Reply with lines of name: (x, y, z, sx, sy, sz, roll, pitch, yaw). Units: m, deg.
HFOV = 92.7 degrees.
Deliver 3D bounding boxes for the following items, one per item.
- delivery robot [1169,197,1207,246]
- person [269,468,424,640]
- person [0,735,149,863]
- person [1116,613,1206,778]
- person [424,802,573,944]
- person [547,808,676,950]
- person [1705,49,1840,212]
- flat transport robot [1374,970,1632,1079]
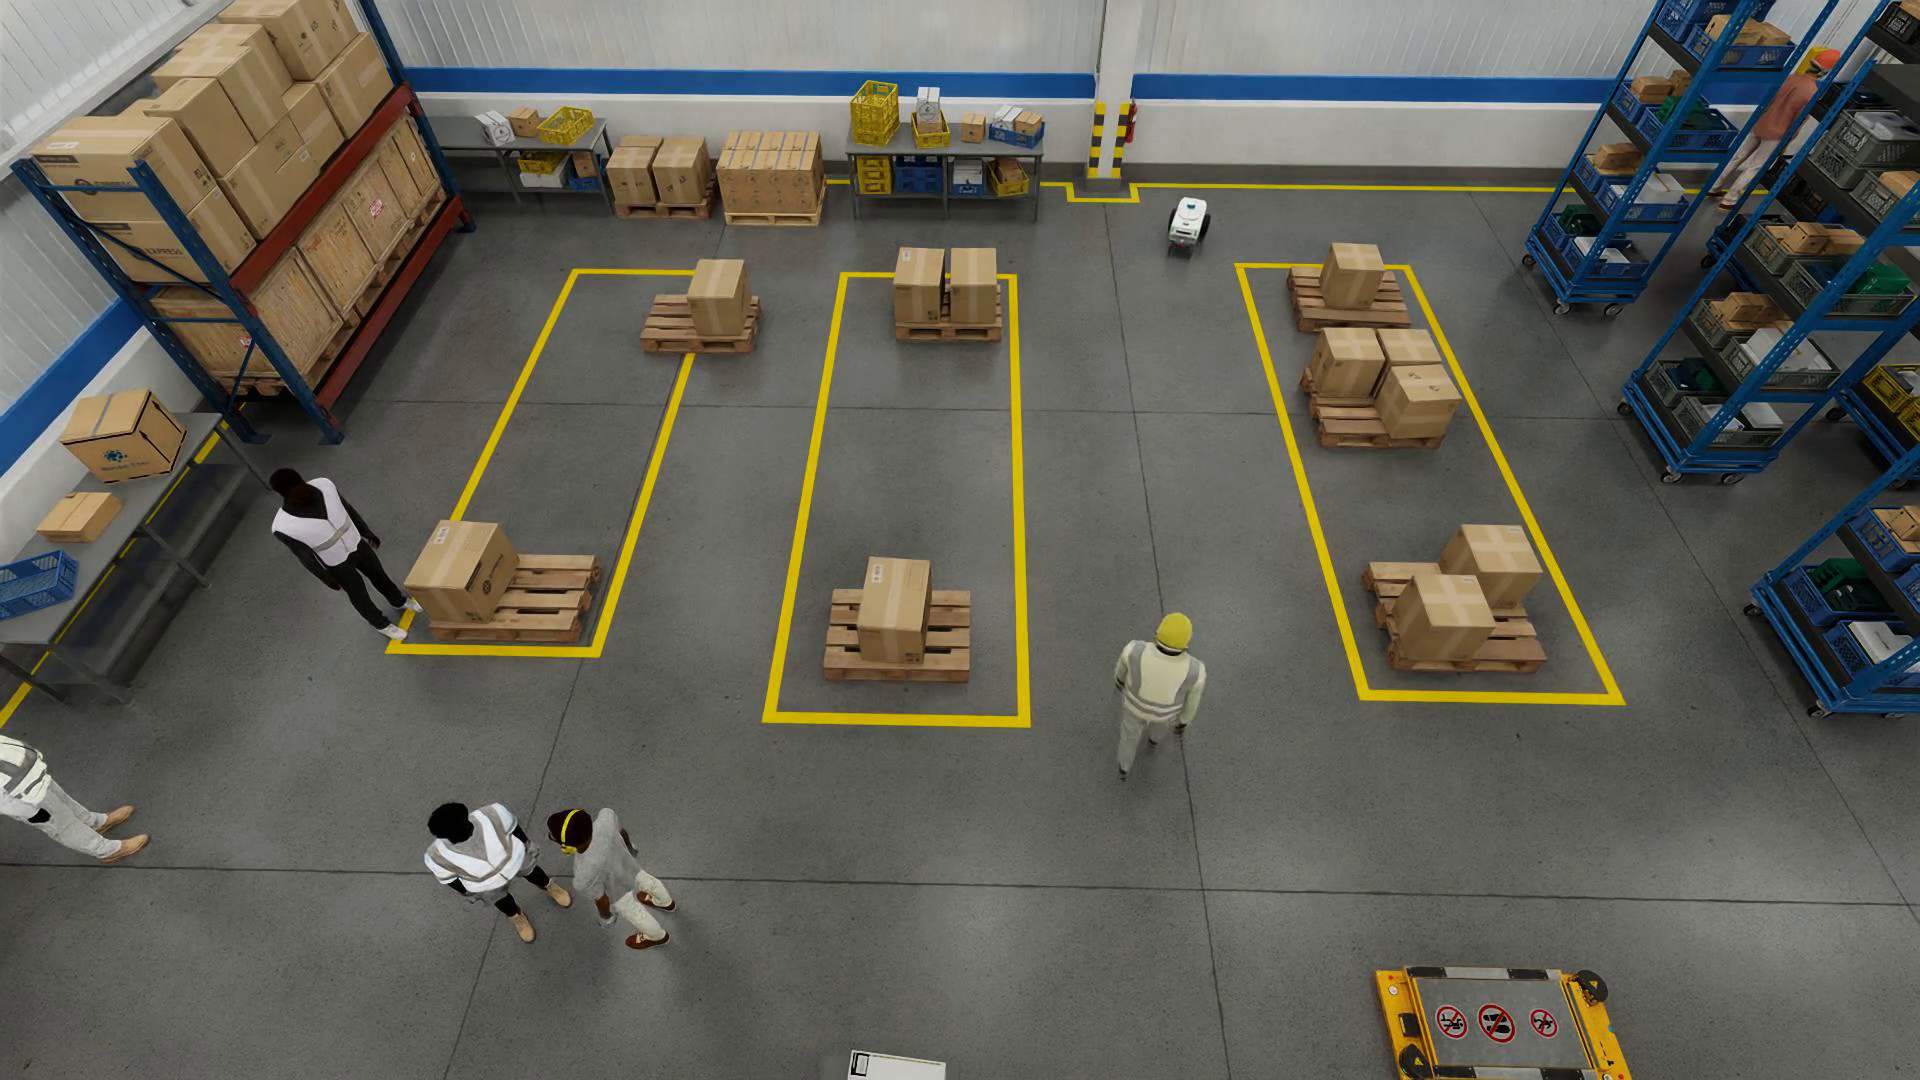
delivery robot: (2.864, -4.012, 11.498, 0.477, 0.478, 0.707, 15, 53, 12)
person: (-4.942, 0.102, 7.338, 0.393, 1.911, 0.580, 10, 52, 8)
person: (-6.280, 1.640, 6.125, 0.628, 1.843, 0.429, 37, 60, 26)
person: (1.407, 1.055, 6.619, 0.598, 1.810, 0.733, 12, 52, 10)
person: (-2.957, 2.087, 5.853, 0.318, 1.696, 0.532, 34, 58, 24)
person: (-2.157, 2.118, 5.716, 0.328, 1.873, 0.517, 3, 51, 2)
person: (10.279, -5.154, 11.575, 0.415, 1.985, 0.613, -4, 51, -3)
flat transport robot: (3.501, 3.133, 5.914, 1.431, 0.197, 0.652, 1, 51, 1)
